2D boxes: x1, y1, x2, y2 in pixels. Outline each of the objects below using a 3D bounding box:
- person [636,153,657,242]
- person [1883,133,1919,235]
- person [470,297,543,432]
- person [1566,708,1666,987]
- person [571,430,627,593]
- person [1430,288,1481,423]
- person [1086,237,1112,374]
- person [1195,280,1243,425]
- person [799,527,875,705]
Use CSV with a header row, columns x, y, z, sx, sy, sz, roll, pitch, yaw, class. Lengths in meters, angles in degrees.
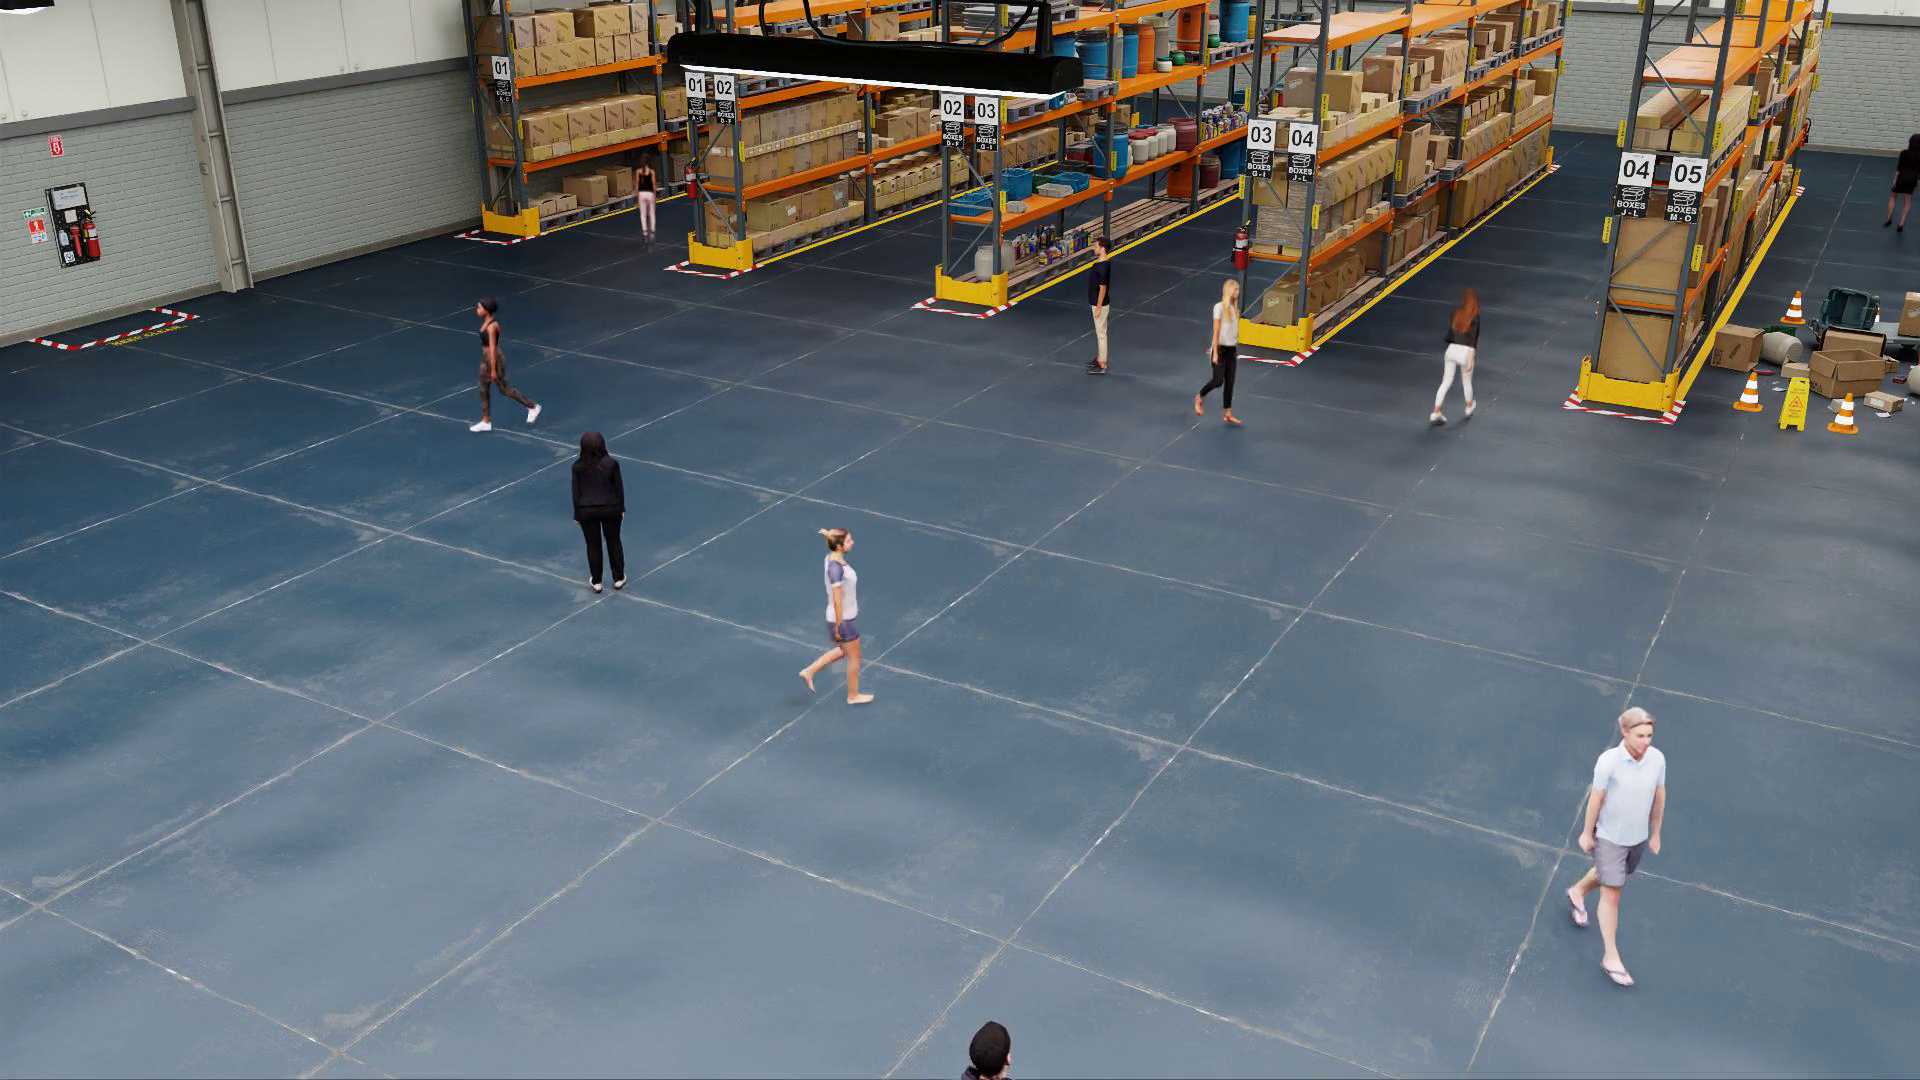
x,y,z,sx,sy,sz,roll,pitch,yaw,class
-5.683,-6.186,30.074,0.908,1.538,1.051,-3,23,-7,person
17.392,-6.514,30.537,0.732,1.780,0.880,6,24,14,person
-5.631,-2.151,20.413,1.168,1.674,1.007,-10,25,-22,person
4.228,1.873,10.792,1.137,1.797,1.214,-5,24,-12,person
-3.492,-0.278,16.085,0.772,1.615,0.837,-7,24,-16,person
6.156,-2.256,20.670,1.174,1.666,0.857,-16,28,-33,person
1.919,-3.215,22.678,0.766,1.859,0.631,1,23,2,person
3.222,-2.341,20.680,0.849,1.814,0.894,21,31,40,person
-1.057,0.653,13.907,0.905,1.605,0.885,-3,23,-7,person
